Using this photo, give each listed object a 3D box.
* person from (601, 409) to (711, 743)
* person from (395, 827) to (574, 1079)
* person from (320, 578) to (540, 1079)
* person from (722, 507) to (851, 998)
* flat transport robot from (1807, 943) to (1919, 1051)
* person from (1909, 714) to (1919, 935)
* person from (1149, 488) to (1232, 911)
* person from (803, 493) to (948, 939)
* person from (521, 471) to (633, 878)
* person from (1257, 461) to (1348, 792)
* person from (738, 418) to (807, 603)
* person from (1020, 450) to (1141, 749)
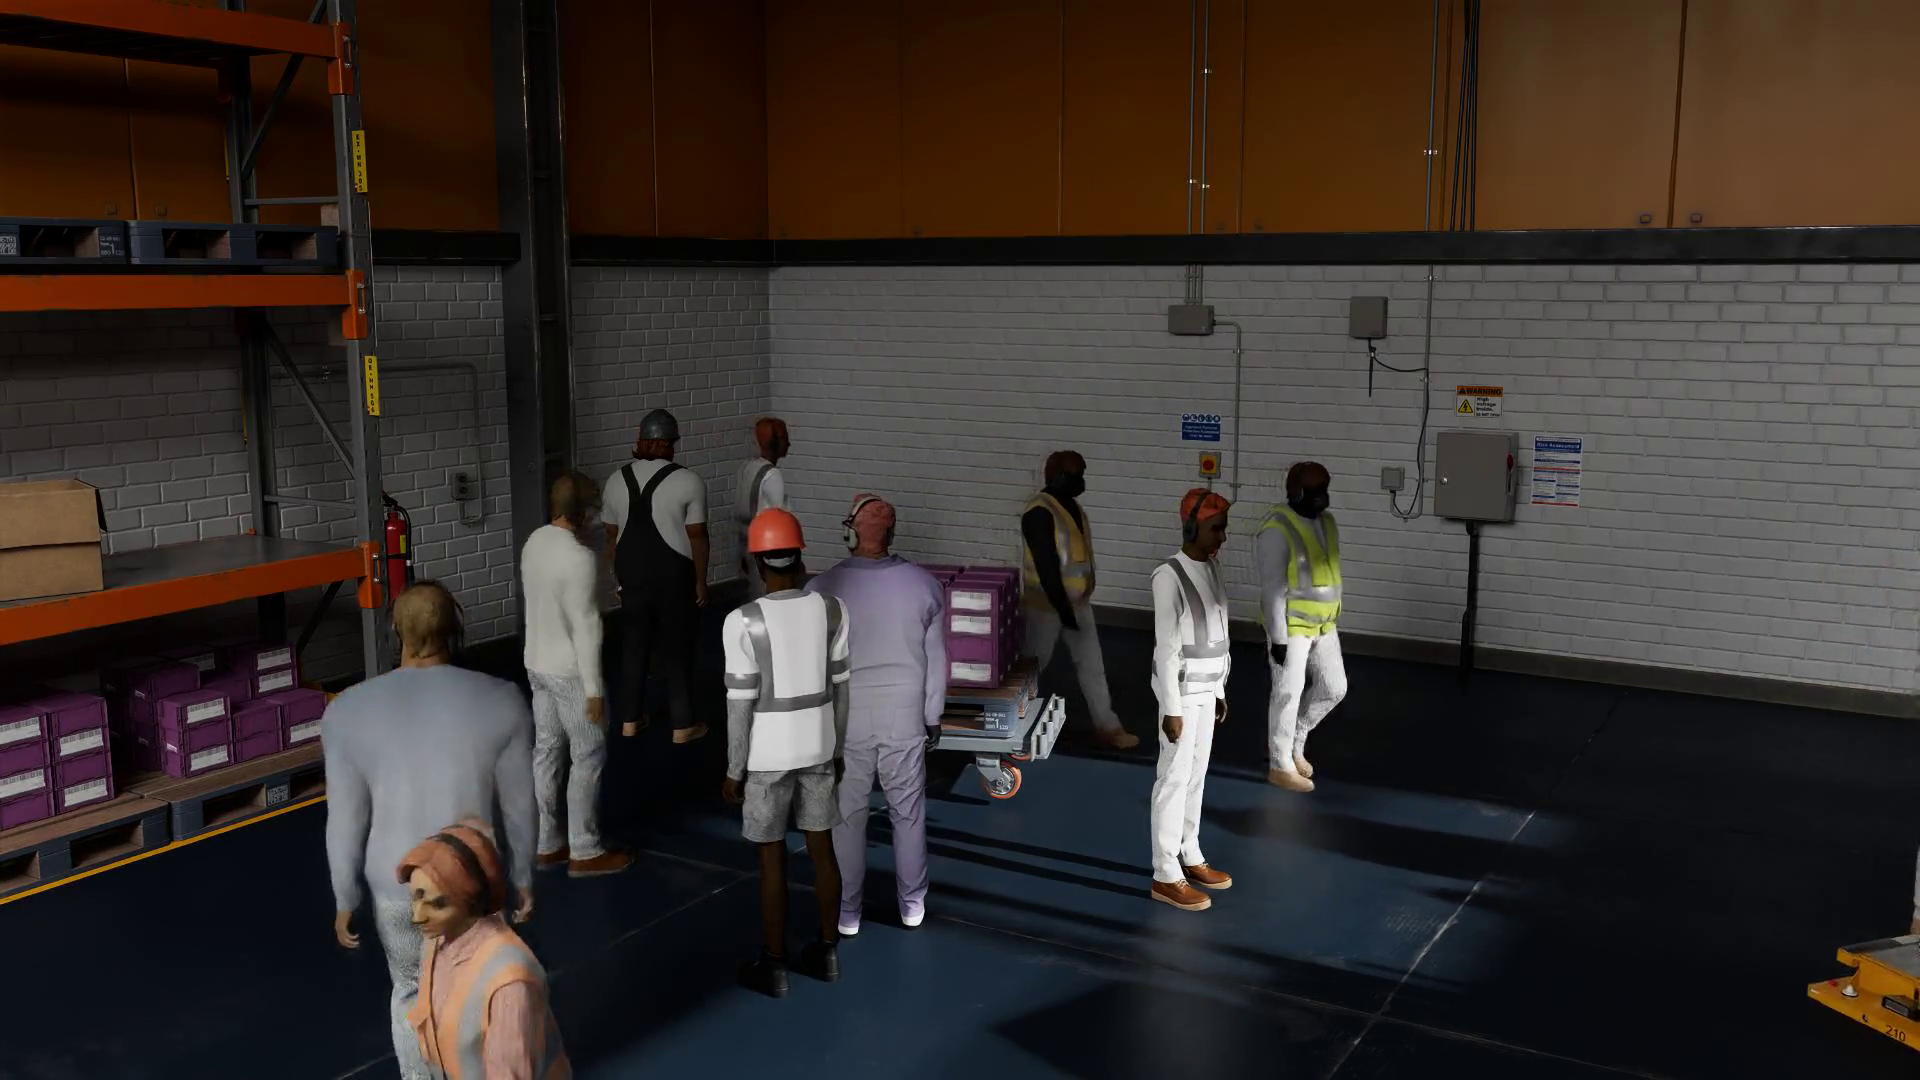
[{"bbox_3d":[-1.822,0.193,10.214,0.698,2.000,0.536,4,10,22],"label":"person"},{"bbox_3d":[-1.095,1.425,3.893,0.844,1.595,0.538,-8,12,-41],"label":"person"},{"bbox_3d":[-1.620,1.076,5.146,0.635,1.915,0.864,-2,9,-13],"label":"person"},{"bbox_3d":[-0.695,0.833,6.568,0.542,1.930,0.374,-6,11,-32],"label":"person"},{"bbox_3d":[4.055,1.692,6.367,1.431,0.197,0.652,-3,10,-20],"label":"flat transport robot"},{"bbox_3d":[4.279,0.842,6.846,0.636,1.821,0.590,-6,11,-33],"label":"person"},{"bbox_3d":[1.052,0.701,7.523,0.355,1.887,0.573,5,10,29],"label":"person"},{"bbox_3d":[-0.375,0.752,7.133,0.641,1.913,0.407,-3,9,-16],"label":"person"},{"bbox_3d":[-1.853,0.639,7.835,0.374,1.924,0.658,-8,12,-41],"label":"person"},{"bbox_3d":[1.867,0.476,9.119,0.650,1.827,0.440,-9,13,-44],"label":"person"},{"bbox_3d":[-1.247,0.096,11.394,0.733,1.858,0.583,-3,10,-18],"label":"person"},{"bbox_3d":[0.599,0.359,9.969,0.925,1.799,0.633,5,11,30],"label":"person"}]
